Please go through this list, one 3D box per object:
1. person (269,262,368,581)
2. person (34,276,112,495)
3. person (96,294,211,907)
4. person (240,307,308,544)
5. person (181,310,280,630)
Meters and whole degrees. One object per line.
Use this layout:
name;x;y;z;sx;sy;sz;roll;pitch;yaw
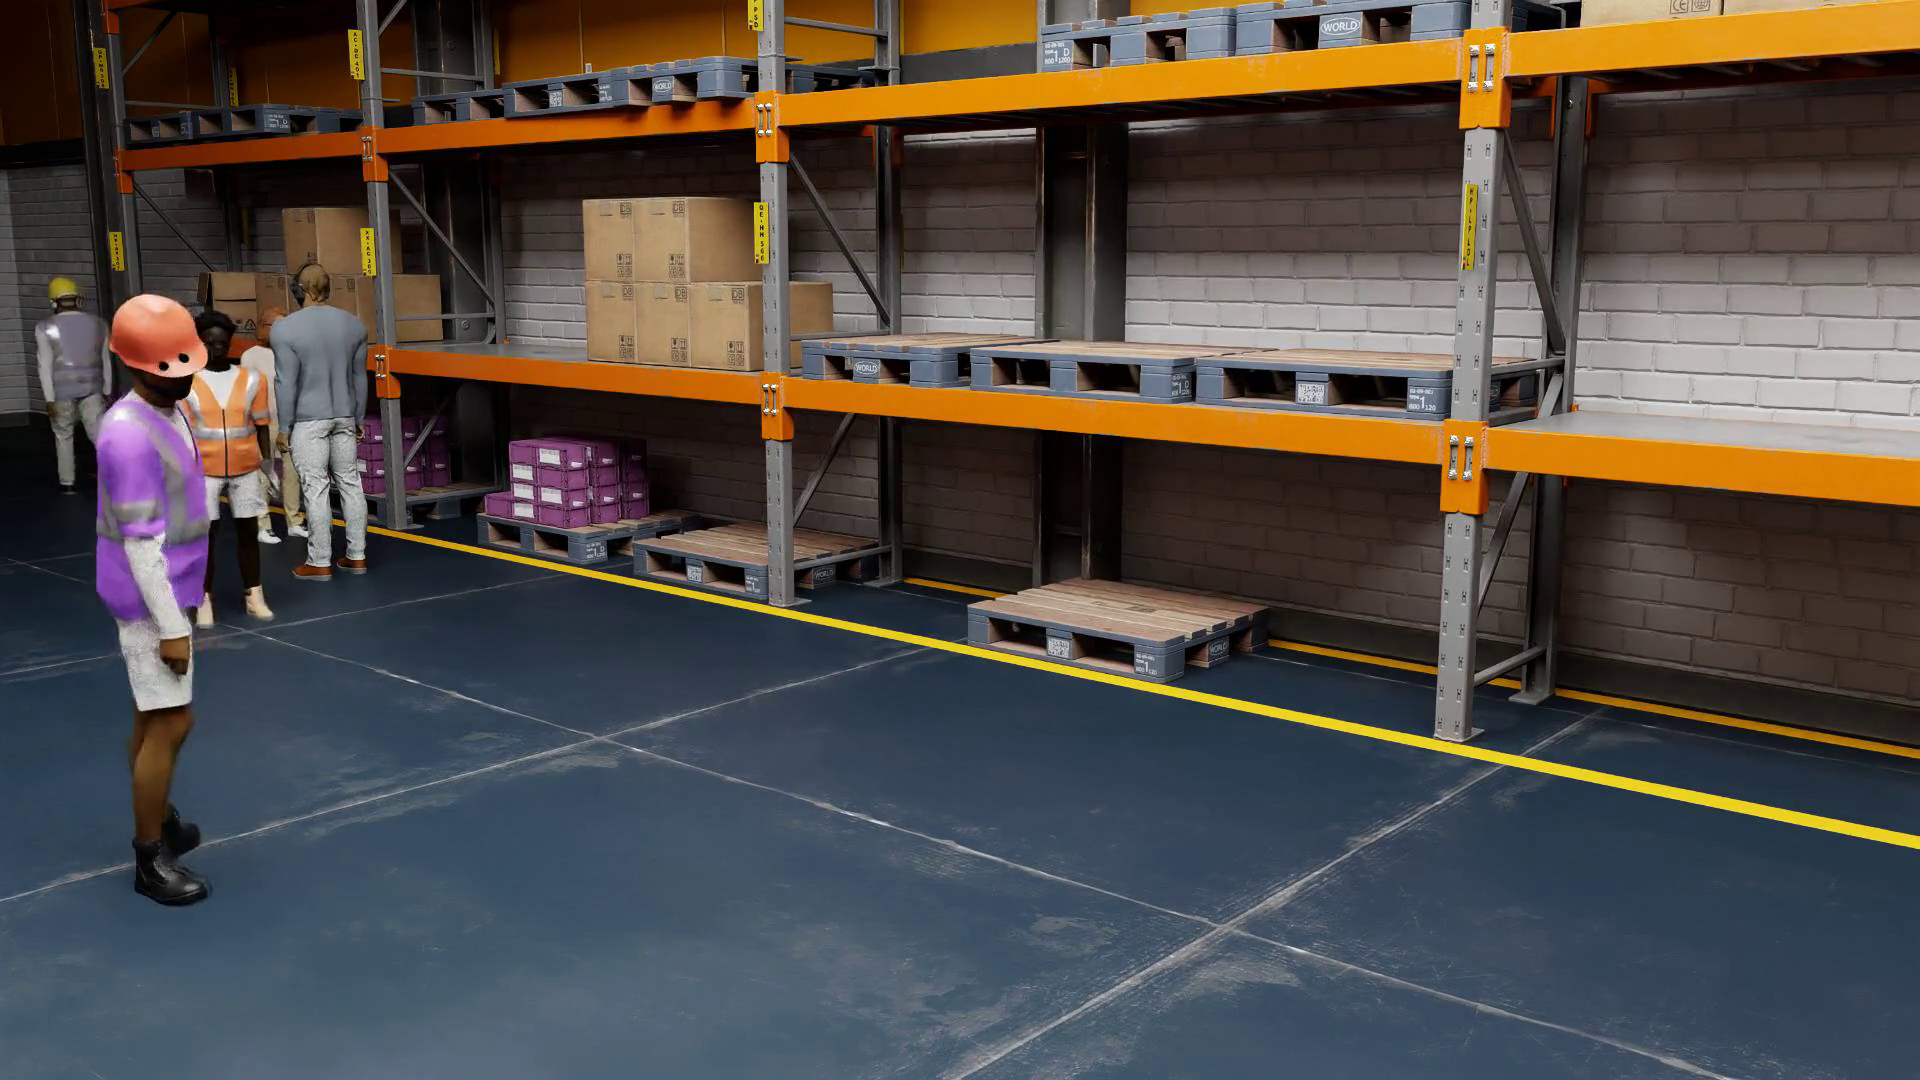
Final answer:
person;-3.901;-0.719;10.164;0.372;1.940;0.630;7;12;35
person;-7.140;-1.231;13.475;0.820;1.811;0.594;9;13;41
person;-2.496;0.174;5.262;0.379;1.894;0.731;-3;10;-17
person;-4.701;-0.789;11.468;0.284;1.626;0.492;6;12;30
person;-3.954;-0.376;8.914;0.535;1.694;0.319;-7;12;-34
